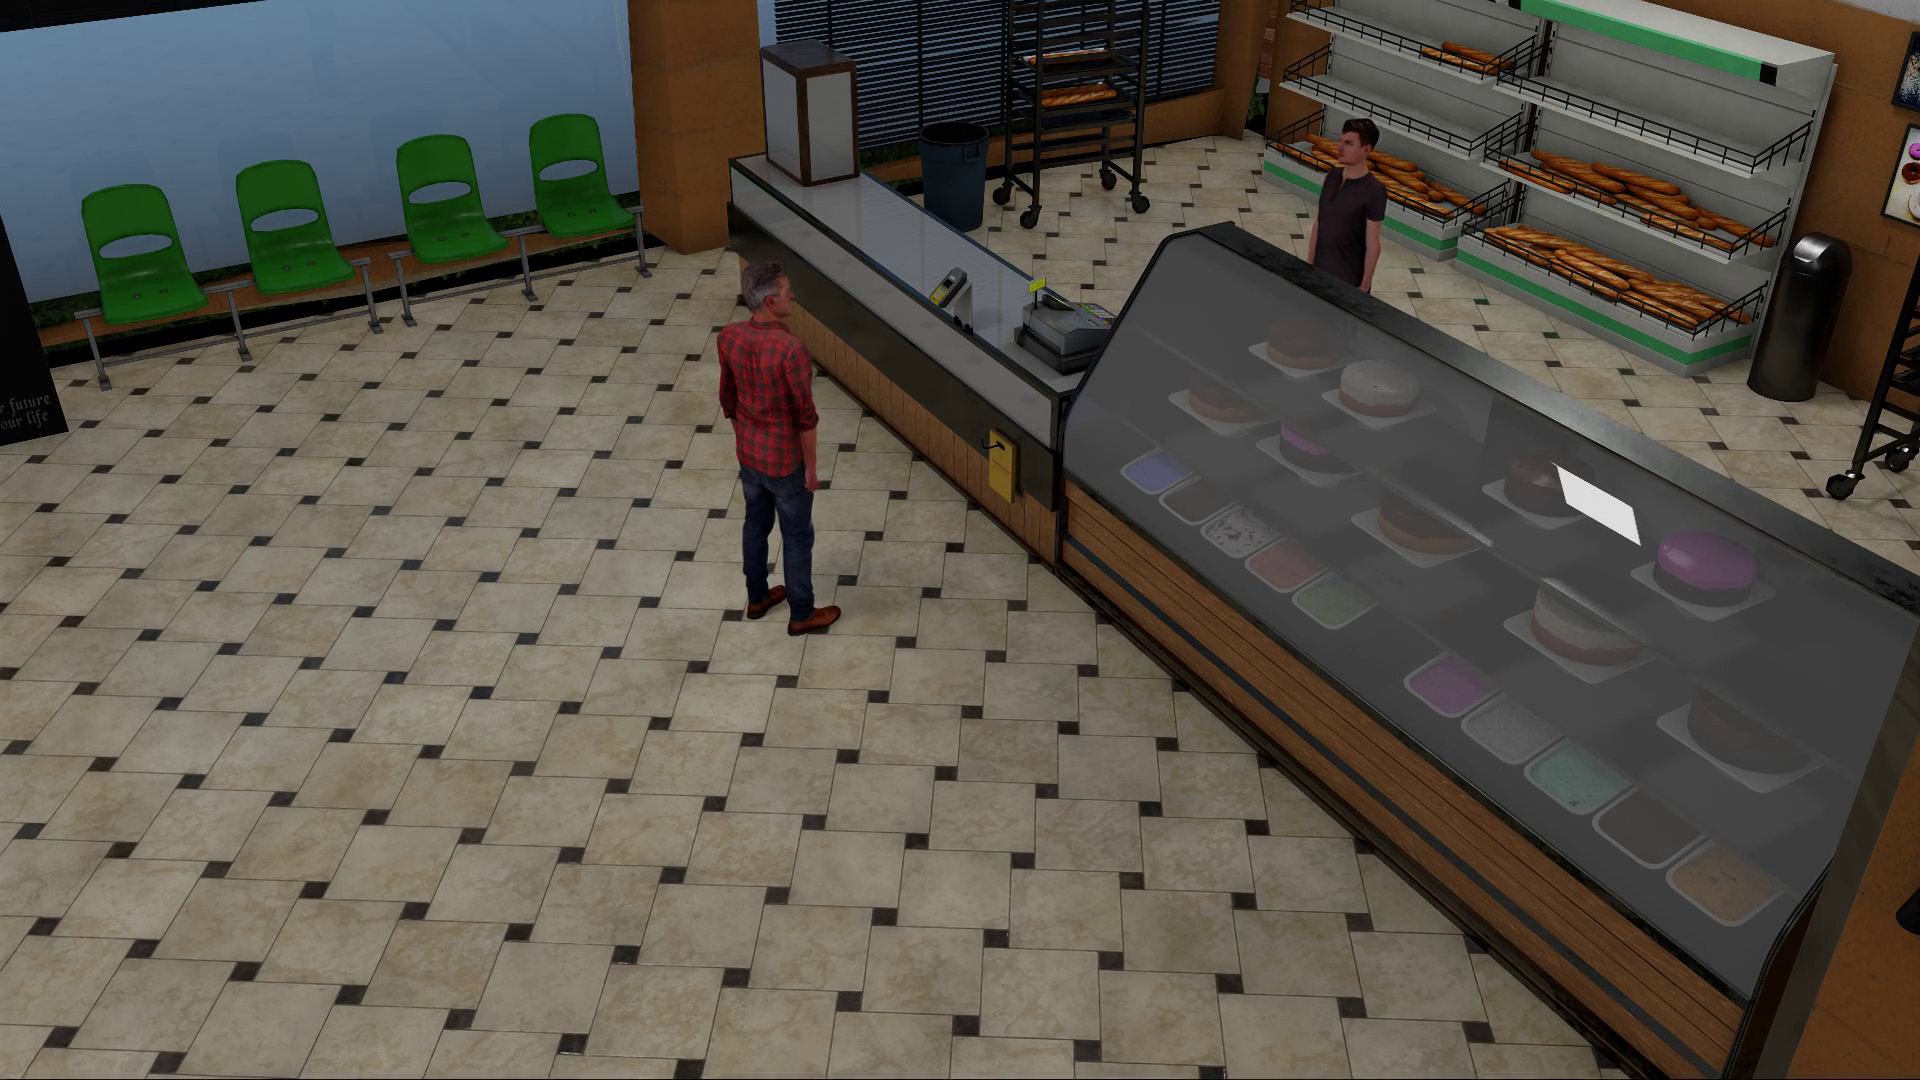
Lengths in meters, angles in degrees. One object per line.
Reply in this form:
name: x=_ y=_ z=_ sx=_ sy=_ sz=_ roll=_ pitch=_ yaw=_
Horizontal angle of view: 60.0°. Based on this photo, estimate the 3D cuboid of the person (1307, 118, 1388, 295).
person: x=2.138 y=-1.458 z=9.334 sx=0.517 sy=1.853 sz=0.645 roll=-17 pitch=36 yaw=-25

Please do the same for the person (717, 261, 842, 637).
person: x=-0.858 y=-0.414 z=7.679 sx=0.754 sy=1.830 sz=0.702 roll=22 pitch=38 yaw=31
